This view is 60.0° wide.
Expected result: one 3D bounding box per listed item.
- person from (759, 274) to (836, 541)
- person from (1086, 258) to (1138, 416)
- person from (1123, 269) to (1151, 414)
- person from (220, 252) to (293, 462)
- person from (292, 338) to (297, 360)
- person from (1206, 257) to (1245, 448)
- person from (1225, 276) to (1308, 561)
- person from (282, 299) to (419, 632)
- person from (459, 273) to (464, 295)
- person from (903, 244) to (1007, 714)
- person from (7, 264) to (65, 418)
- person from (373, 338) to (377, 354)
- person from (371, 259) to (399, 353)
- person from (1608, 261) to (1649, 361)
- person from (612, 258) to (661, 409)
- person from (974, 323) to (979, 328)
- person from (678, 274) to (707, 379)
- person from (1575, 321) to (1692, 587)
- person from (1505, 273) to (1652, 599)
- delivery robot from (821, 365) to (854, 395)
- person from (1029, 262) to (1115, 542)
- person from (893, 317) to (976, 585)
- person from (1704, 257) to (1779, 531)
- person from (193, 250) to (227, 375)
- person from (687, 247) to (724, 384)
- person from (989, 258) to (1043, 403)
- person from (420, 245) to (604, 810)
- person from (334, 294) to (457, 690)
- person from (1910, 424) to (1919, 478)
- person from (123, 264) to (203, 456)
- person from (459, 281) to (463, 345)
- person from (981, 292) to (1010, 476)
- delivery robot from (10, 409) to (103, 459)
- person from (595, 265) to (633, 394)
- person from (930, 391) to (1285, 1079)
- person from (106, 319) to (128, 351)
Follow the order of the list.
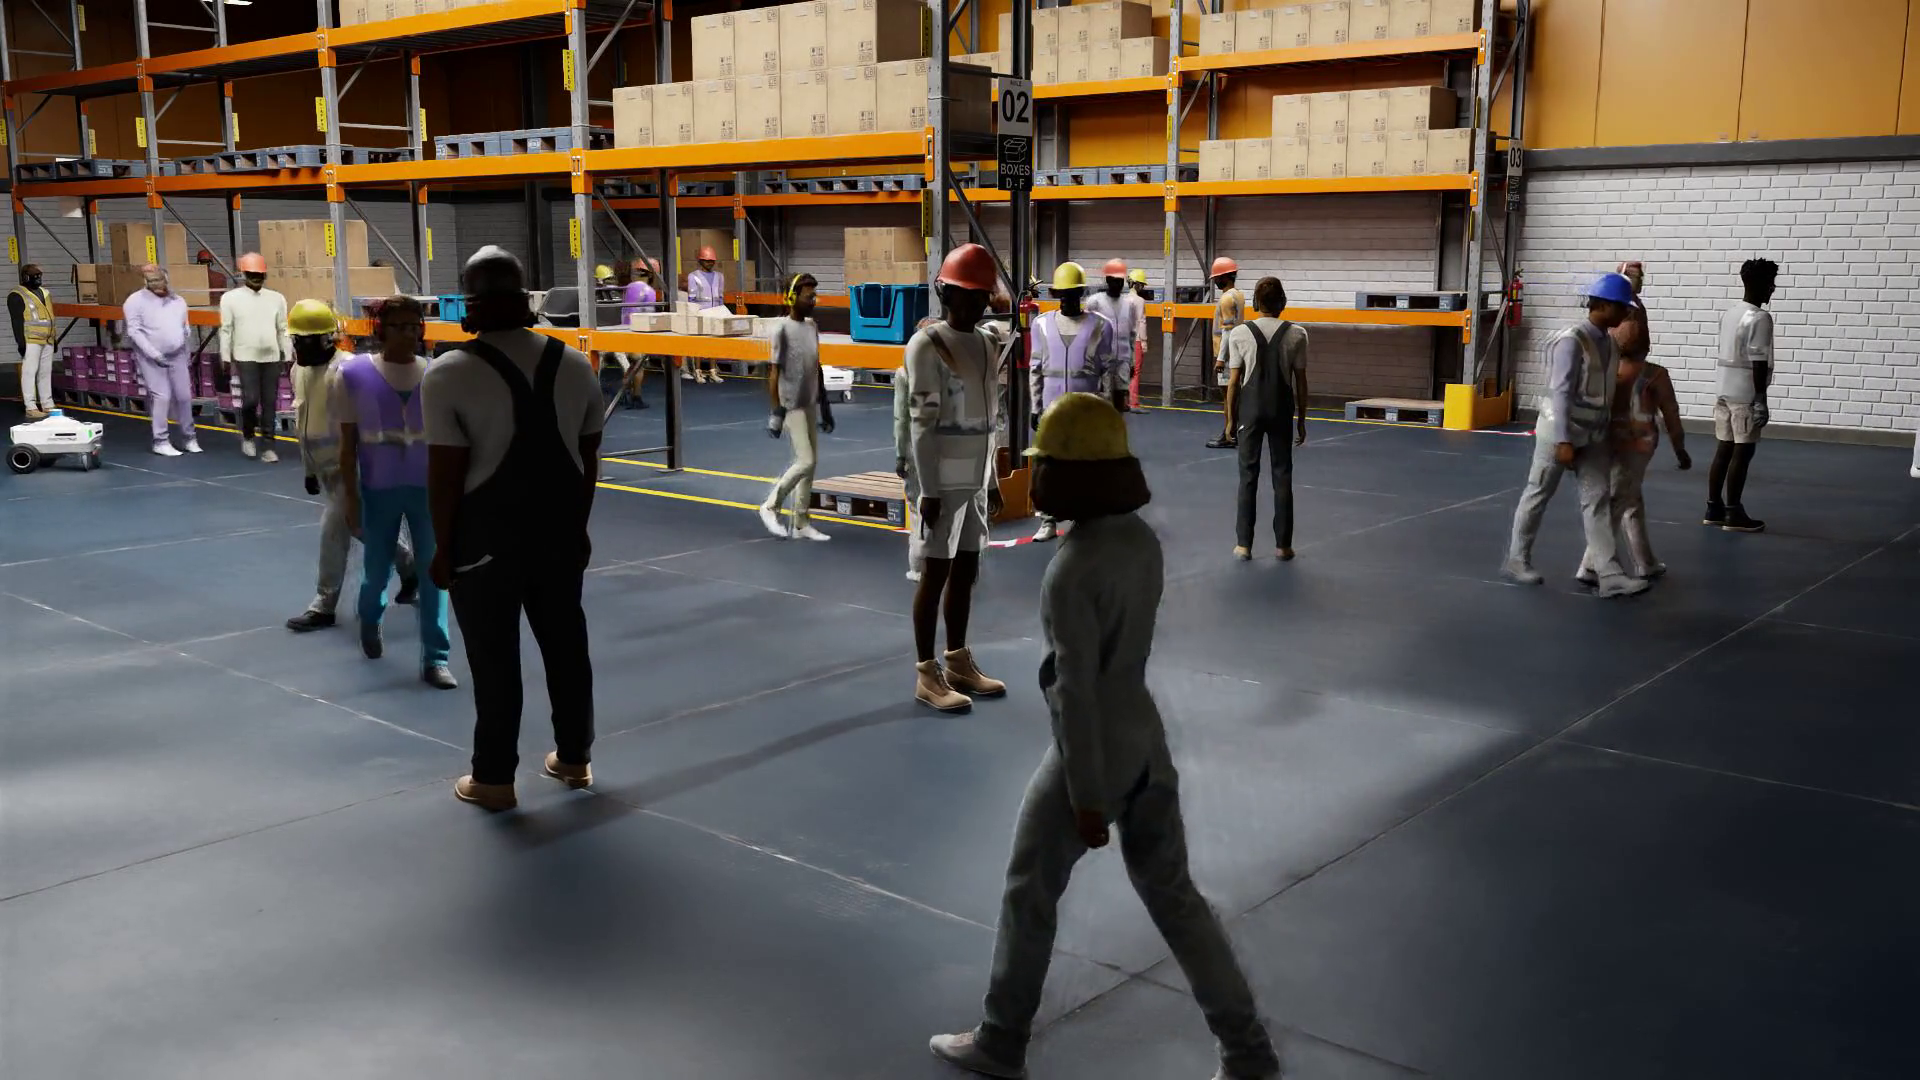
[{"bbox_3d":[-1.098,-0.900,11.452,0.419,1.851,0.530,5,11,26],"label":"person"},{"bbox_3d":[1.470,-1.778,16.225,0.561,1.927,0.523,-3,10,-18],"label":"person"},{"bbox_3d":[2.139,-2.431,20.424,0.326,1.761,0.523,-5,11,-27],"label":"person"},{"bbox_3d":[-6.616,-1.714,15.699,0.643,1.980,0.431,-9,13,-42],"label":"person"},{"bbox_3d":[-9.328,-3.006,23.205,0.421,1.948,0.789,-4,11,-22],"label":"person"},{"bbox_3d":[2.688,-1.890,16.863,0.369,1.929,0.542,4,11,19],"label":"person"},{"bbox_3d":[1.987,-0.781,10.788,0.515,1.841,0.329,1,10,8],"label":"person"},{"bbox_3d":[-3.292,-0.434,9.072,0.606,1.781,0.964,7,12,35],"label":"person"},{"bbox_3d":[-7.290,-3.189,24.996,0.688,1.676,0.532,3,10,15],"label":"person"},{"bbox_3d":[0.013,-0.271,7.335,0.394,2.038,0.605,7,12,33],"label":"person"},{"bbox_3d":[-11.068,-2.383,19.943,0.429,1.837,0.628,1,10,8],"label":"person"},{"bbox_3d":[-10.177,-3.847,28.845,0.288,1.633,0.497,-7,12,-35],"label":"person"},{"bbox_3d":[-6.772,-2.377,19.747,0.409,1.891,0.765,-3,11,-18],"label":"person"},{"bbox_3d":[5.956,-1.531,14.907,0.400,1.903,0.711,10,14,44],"label":"person"},{"bbox_3d":[-3.997,-2.571,20.851,0.551,1.891,0.606,-10,14,-44],"label":"person"},{"bbox_3d":[-0.041,-2.502,21.283,0.761,1.600,0.508,8,13,39],"label":"person"},{"bbox_3d":[-4.201,-3.311,25.816,0.339,1.633,0.512,6,12,31],"label":"person"},{"bbox_3d":[4.013,-0.515,10.005,0.848,1.586,0.536,-4,11,-24],"label":"person"},{"bbox_3d":[3.638,-0.612,9.743,0.619,1.880,1.005,-6,11,-29],"label":"person"},{"bbox_3d":[-1.751,-2.097,21.680,0.707,0.478,0.477,-3,10,-14],"label":"delivery robot"},{"bbox_3d":[0.760,-0.932,11.410,0.589,1.927,0.388,3,10,15],"label":"person"},{"bbox_3d":[-0.132,-0.504,9.864,0.522,1.621,0.634,-4,11,-21],"label":"person"},{"bbox_3d":[5.637,-1.042,11.968,0.372,1.958,0.599,0,10,2],"label":"person"},{"bbox_3d":[-11.959,-3.613,26.483,0.612,1.995,0.382,-8,13,-38],"label":"person"},{"bbox_3d":[-3.756,-3.346,24.830,0.615,2.039,0.392,-8,13,-39],"label":"person"},{"bbox_3d":[0.646,-2.732,21.779,1.019,1.881,0.648,9,13,42],"label":"person"},{"bbox_3d":[-1.663,-0.052,6.079,0.683,2.000,0.536,-10,14,-43],"label":"person"},{"bbox_3d":[-2.635,-0.245,7.808,0.572,1.817,0.797,-6,12,-31],"label":"person"},{"bbox_3d":[8.633,-1.472,14.649,0.311,1.869,0.532,6,12,31],"label":"person"},{"bbox_3d":[-7.718,-1.742,16.196,0.519,1.869,0.665,7,12,34],"label":"person"},{"bbox_3d":[-5.712,-2.269,19.715,0.536,1.688,0.324,5,11,27],"label":"person"},{"bbox_3d":[0.381,-1.384,14.811,0.523,1.636,0.311,-8,13,-38],"label":"person"},{"bbox_3d":[-8.207,-0.946,15.126,0.707,0.478,0.477,-2,10,-10],"label":"delivery robot"},{"bbox_3d":[-4.873,-2.912,23.087,0.947,1.789,0.602,6,12,33],"label":"person"},{"bbox_3d":[0.372,0.503,3.883,0.875,1.702,0.488,7,12,35],"label":"person"},{"bbox_3d":[-11.971,-2.970,23.374,0.591,1.800,0.643,-4,11,-23],"label":"person"}]
